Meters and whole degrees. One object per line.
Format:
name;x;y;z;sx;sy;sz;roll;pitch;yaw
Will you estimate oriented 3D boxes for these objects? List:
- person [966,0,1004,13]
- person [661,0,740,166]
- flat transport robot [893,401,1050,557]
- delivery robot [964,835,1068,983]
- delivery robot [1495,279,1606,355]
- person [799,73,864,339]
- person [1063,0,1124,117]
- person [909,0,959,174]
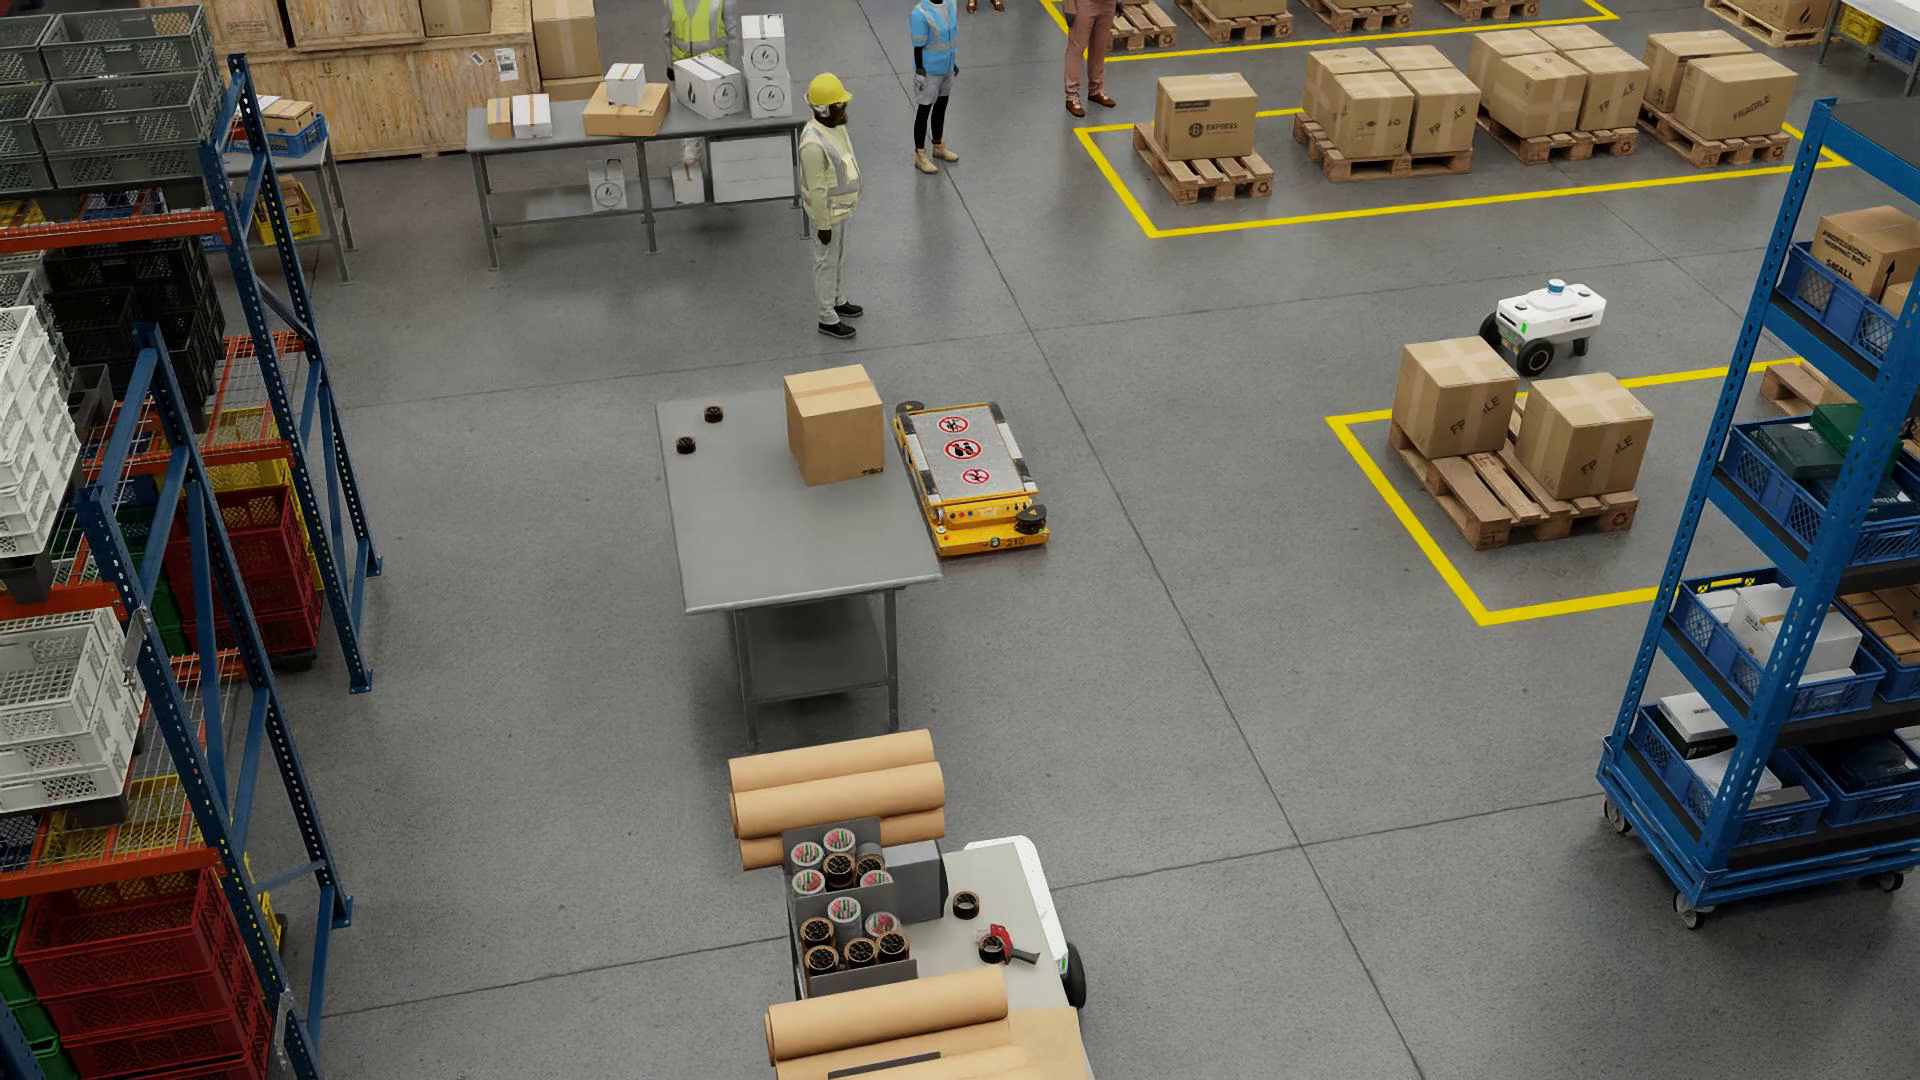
person;0.279;-6.215;16.554;0.526;1.869;0.315;-5;37;-7
person;-2.079;-3.816;13.355;0.634;1.839;0.429;6;37;8
flat transport robot;0.046;-0.430;10.108;0.652;0.197;1.431;-8;37;-10
delivery robot;0.222;1.590;7.082;0.477;0.478;0.707;-7;37;-9
delivery robot;4.003;-1.533;11.279;0.707;0.478;0.477;-13;39;-17
person;-0.863;-2.270;11.279;0.404;1.837;0.592;5;37;7
person;1.171;-4.670;14.446;0.638;1.910;0.407;-24;43;-29
person;-0.194;-3.843;13.505;0.317;1.698;0.540;24;43;29
